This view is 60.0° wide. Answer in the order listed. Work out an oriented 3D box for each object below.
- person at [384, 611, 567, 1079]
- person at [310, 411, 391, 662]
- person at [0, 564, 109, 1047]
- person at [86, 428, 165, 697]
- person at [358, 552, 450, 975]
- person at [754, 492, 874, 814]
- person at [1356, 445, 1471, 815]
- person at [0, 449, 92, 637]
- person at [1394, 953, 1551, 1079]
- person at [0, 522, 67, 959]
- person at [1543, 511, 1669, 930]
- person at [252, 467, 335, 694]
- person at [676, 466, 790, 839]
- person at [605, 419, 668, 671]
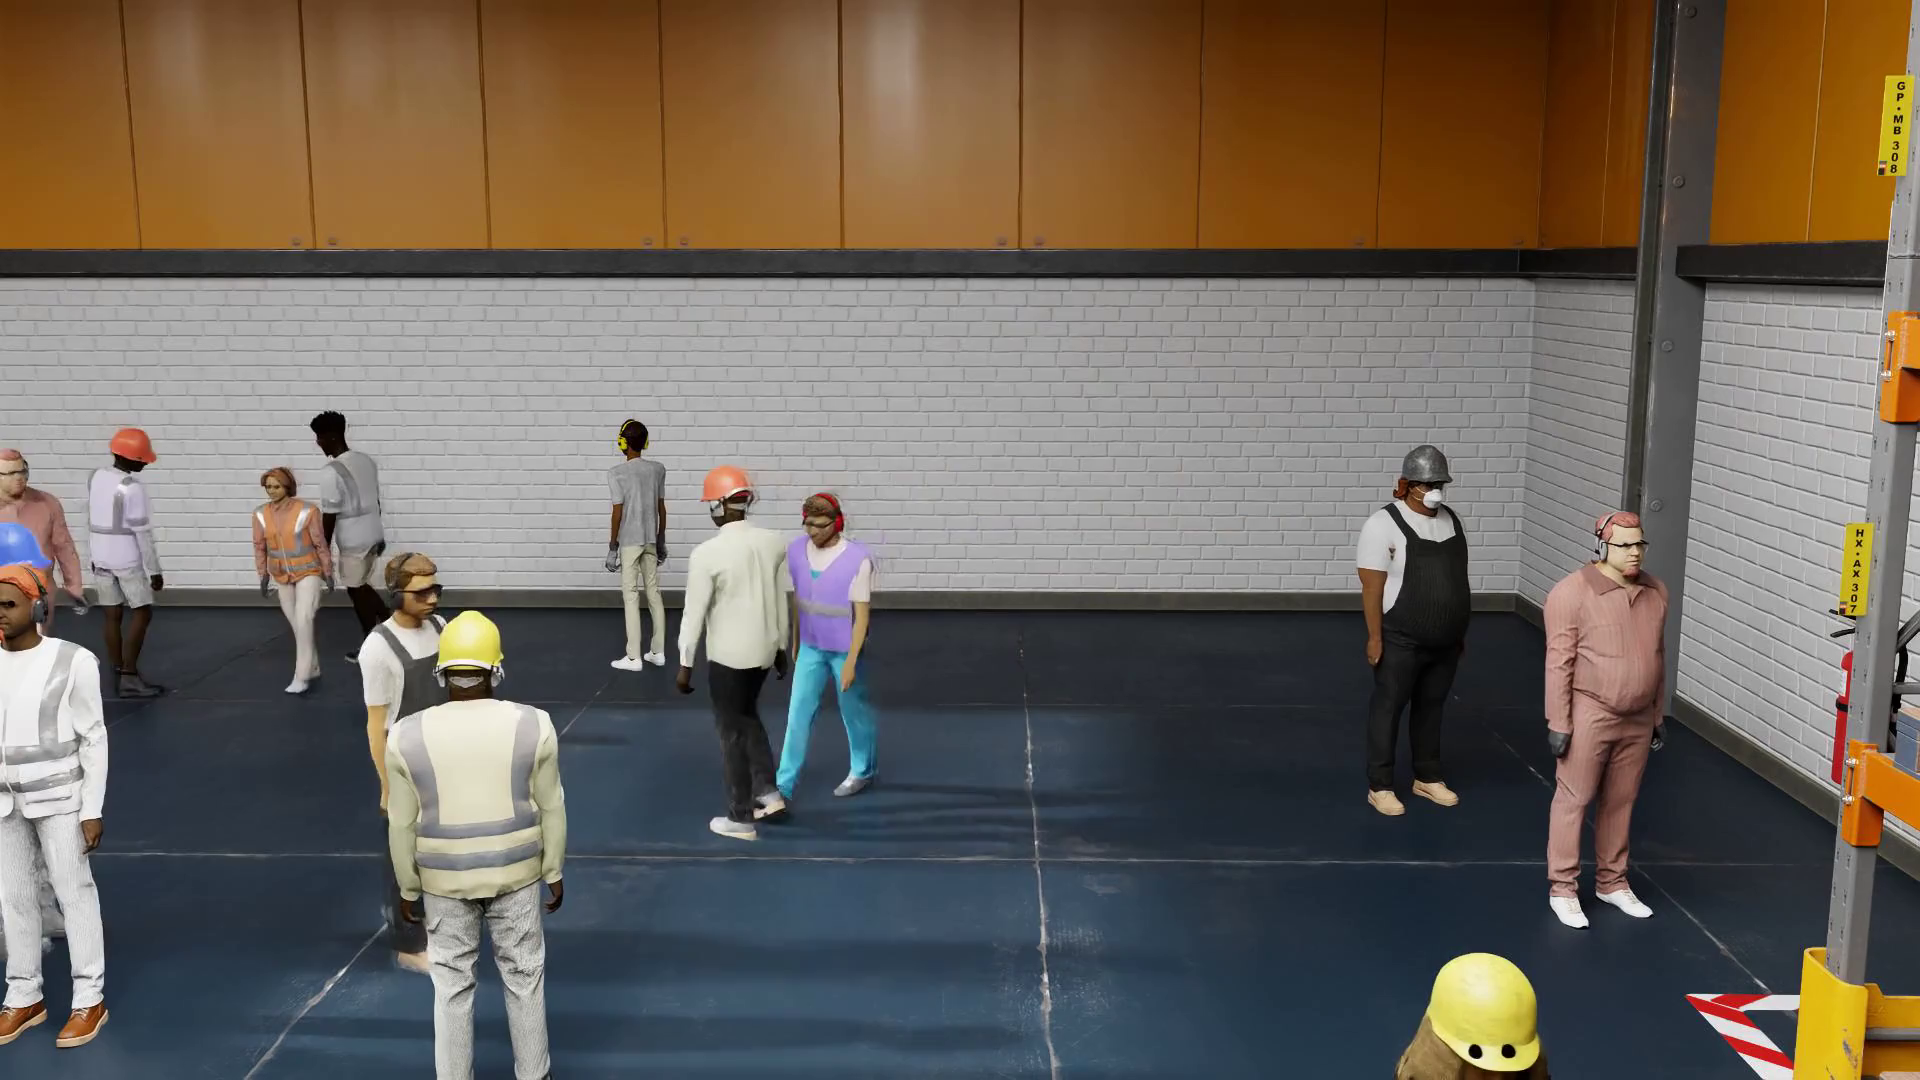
[{"bbox_3d":[-1.671,1.151,5.801,0.590,1.833,0.404,-3,10,-16],"label":"person"},{"bbox_3d":[-4.568,-0.006,12.454,0.462,1.932,0.649,1,10,8],"label":"person"},{"bbox_3d":[-3.577,1.022,6.417,0.574,1.884,0.356,1,9,3],"label":"person"},{"bbox_3d":[-5.842,0.161,11.597,0.663,1.886,0.400,4,10,24],"label":"person"},{"bbox_3d":[-2.268,0.947,7.020,0.409,1.830,0.554,3,10,20],"label":"person"},{"bbox_3d":[-0.768,0.616,9.147,0.636,1.781,0.957,6,11,32],"label":"person"},{"bbox_3d":[2.544,0.488,9.149,0.688,2.000,0.539,-4,10,-25],"label":"person"},{"bbox_3d":[-5.819,0.363,10.407,0.954,1.860,0.658,6,11,33],"label":"person"},{"bbox_3d":[0.969,1.624,3.239,0.493,1.740,0.325,-2,10,-13],"label":"person"},{"bbox_3d":[-4.068,0.874,7.168,0.520,1.924,0.598,-1,9,-3],"label":"person"},{"bbox_3d":[2.972,0.813,7.607,0.645,1.908,0.408,-3,10,-19],"label":"person"},{"bbox_3d":[-4.717,0.287,11.692,0.525,1.592,0.779,1,10,8],"label":"person"},{"bbox_3d":[-1.182,0.598,8.744,0.462,1.971,0.648,8,12,39],"label":"person"},{"bbox_3d":[-2.408,0.037,12.366,0.323,1.871,0.530,9,13,42],"label":"person"}]
